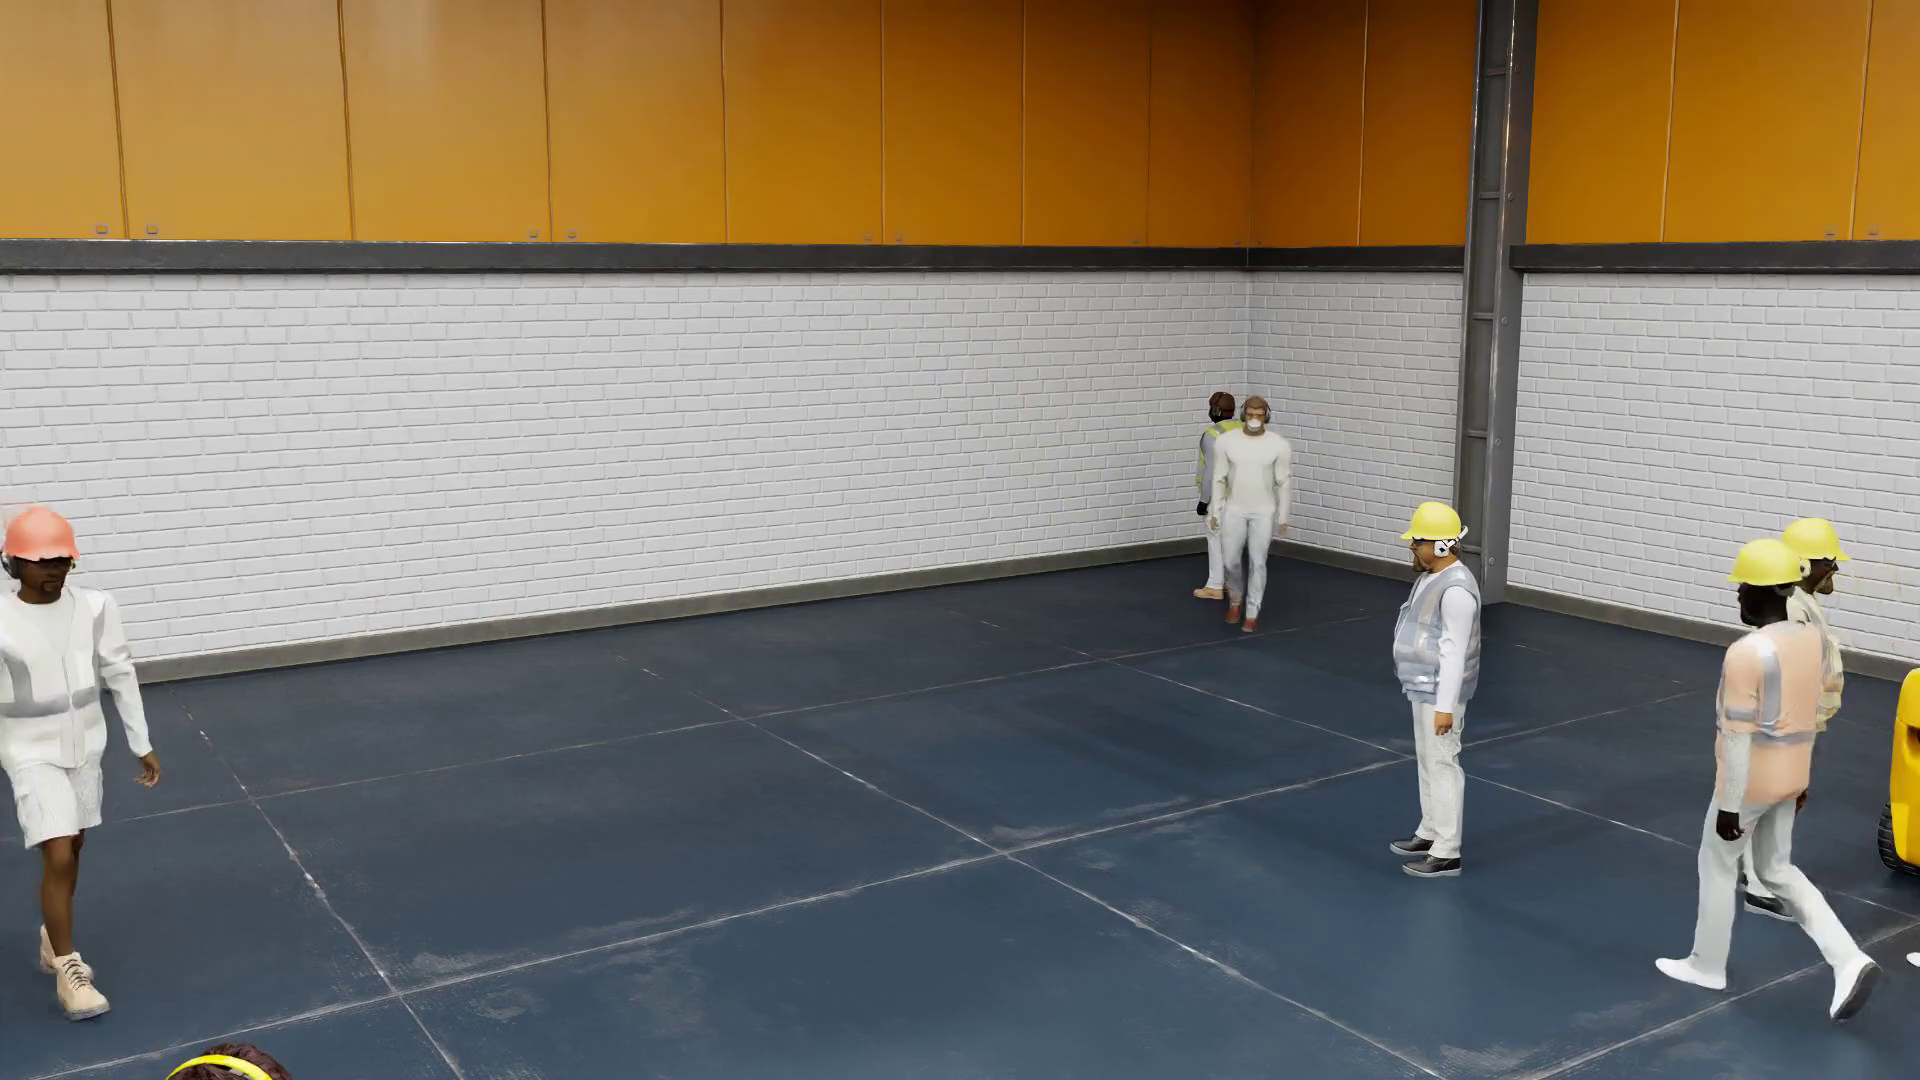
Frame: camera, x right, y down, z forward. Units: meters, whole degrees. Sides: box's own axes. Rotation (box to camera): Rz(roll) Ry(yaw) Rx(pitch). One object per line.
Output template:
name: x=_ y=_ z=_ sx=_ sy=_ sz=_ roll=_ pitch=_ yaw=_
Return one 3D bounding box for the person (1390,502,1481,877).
person: x=2.314 y=0.720 z=8.128 sx=0.403 sy=1.826 sz=0.594 roll=0 pitch=9 yaw=2

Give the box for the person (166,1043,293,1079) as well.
person: x=-1.029 y=1.634 z=2.478 sx=0.538 sy=1.869 sz=0.312 roll=0 pitch=9 yaw=-2

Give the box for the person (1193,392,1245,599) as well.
person: x=2.310 y=-0.397 z=14.796 sx=0.429 sy=1.845 sz=0.621 roll=8 pitch=13 yaw=41

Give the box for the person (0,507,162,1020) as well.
person: x=-3.555 y=0.870 z=6.650 sx=0.864 sy=2.007 sz=0.617 roll=6 pitch=11 yaw=32

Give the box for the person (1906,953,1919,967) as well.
person: x=4.341 y=0.936 z=6.688 sx=0.736 sy=1.871 sz=0.697 roll=9 pitch=13 yaw=44

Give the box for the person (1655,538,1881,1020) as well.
person: x=3.214 y=0.943 z=6.552 sx=0.595 sy=1.899 sz=0.798 roll=-6 pitch=11 yaw=-32

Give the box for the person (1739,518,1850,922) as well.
person: x=3.800 y=0.802 z=7.604 sx=0.404 sy=1.830 sz=0.601 roll=4 pitch=10 yaw=24

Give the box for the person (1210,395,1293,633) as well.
person: x=2.336 y=-0.203 z=13.373 sx=0.650 sy=1.924 sz=0.429 roll=3 pitch=10 yaw=15

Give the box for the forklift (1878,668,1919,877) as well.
forklift: x=5.511 y=0.571 z=7.906 sx=2.313 sy=2.155 sz=1.214 roll=-6 pitch=11 yaw=-33
